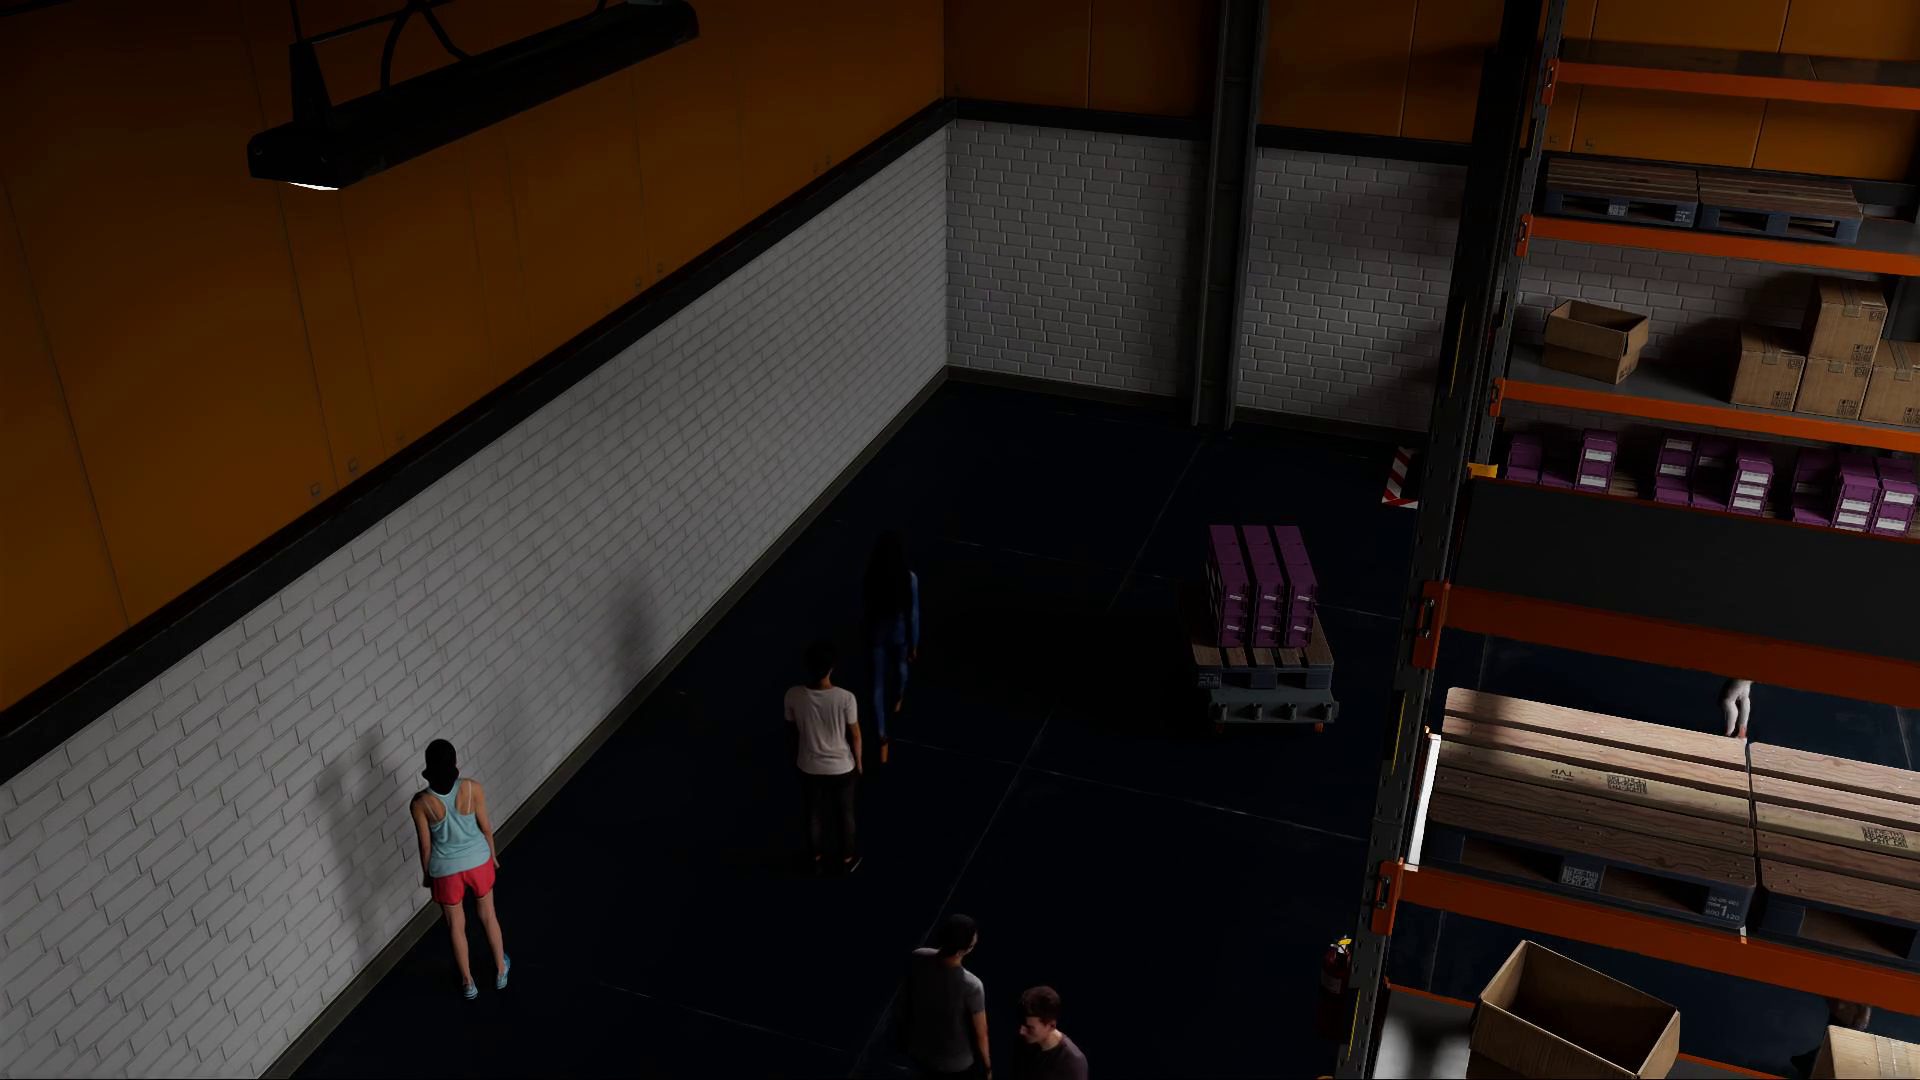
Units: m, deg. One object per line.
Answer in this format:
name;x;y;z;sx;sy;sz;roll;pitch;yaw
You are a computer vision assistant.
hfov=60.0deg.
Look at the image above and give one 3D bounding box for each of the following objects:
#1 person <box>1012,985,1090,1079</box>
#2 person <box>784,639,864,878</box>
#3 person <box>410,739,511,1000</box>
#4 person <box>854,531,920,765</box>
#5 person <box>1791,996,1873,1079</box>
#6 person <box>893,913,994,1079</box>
person;0.503;2.802;7.868;1.041;1.836;1.061;-25;38;-38
person;-0.860;1.394;10.569;0.547;1.721;0.734;3;29;5
person;-2.890;1.889;9.616;0.698;1.765;0.758;-13;31;-22
person;-0.527;0.775;11.766;1.227;1.661;0.992;0;29;-1
person;4.810;2.508;9.083;0.672;1.189;0.584;2;29;4
person;-0.118;2.613;8.325;0.993;1.730;0.921;17;33;28
